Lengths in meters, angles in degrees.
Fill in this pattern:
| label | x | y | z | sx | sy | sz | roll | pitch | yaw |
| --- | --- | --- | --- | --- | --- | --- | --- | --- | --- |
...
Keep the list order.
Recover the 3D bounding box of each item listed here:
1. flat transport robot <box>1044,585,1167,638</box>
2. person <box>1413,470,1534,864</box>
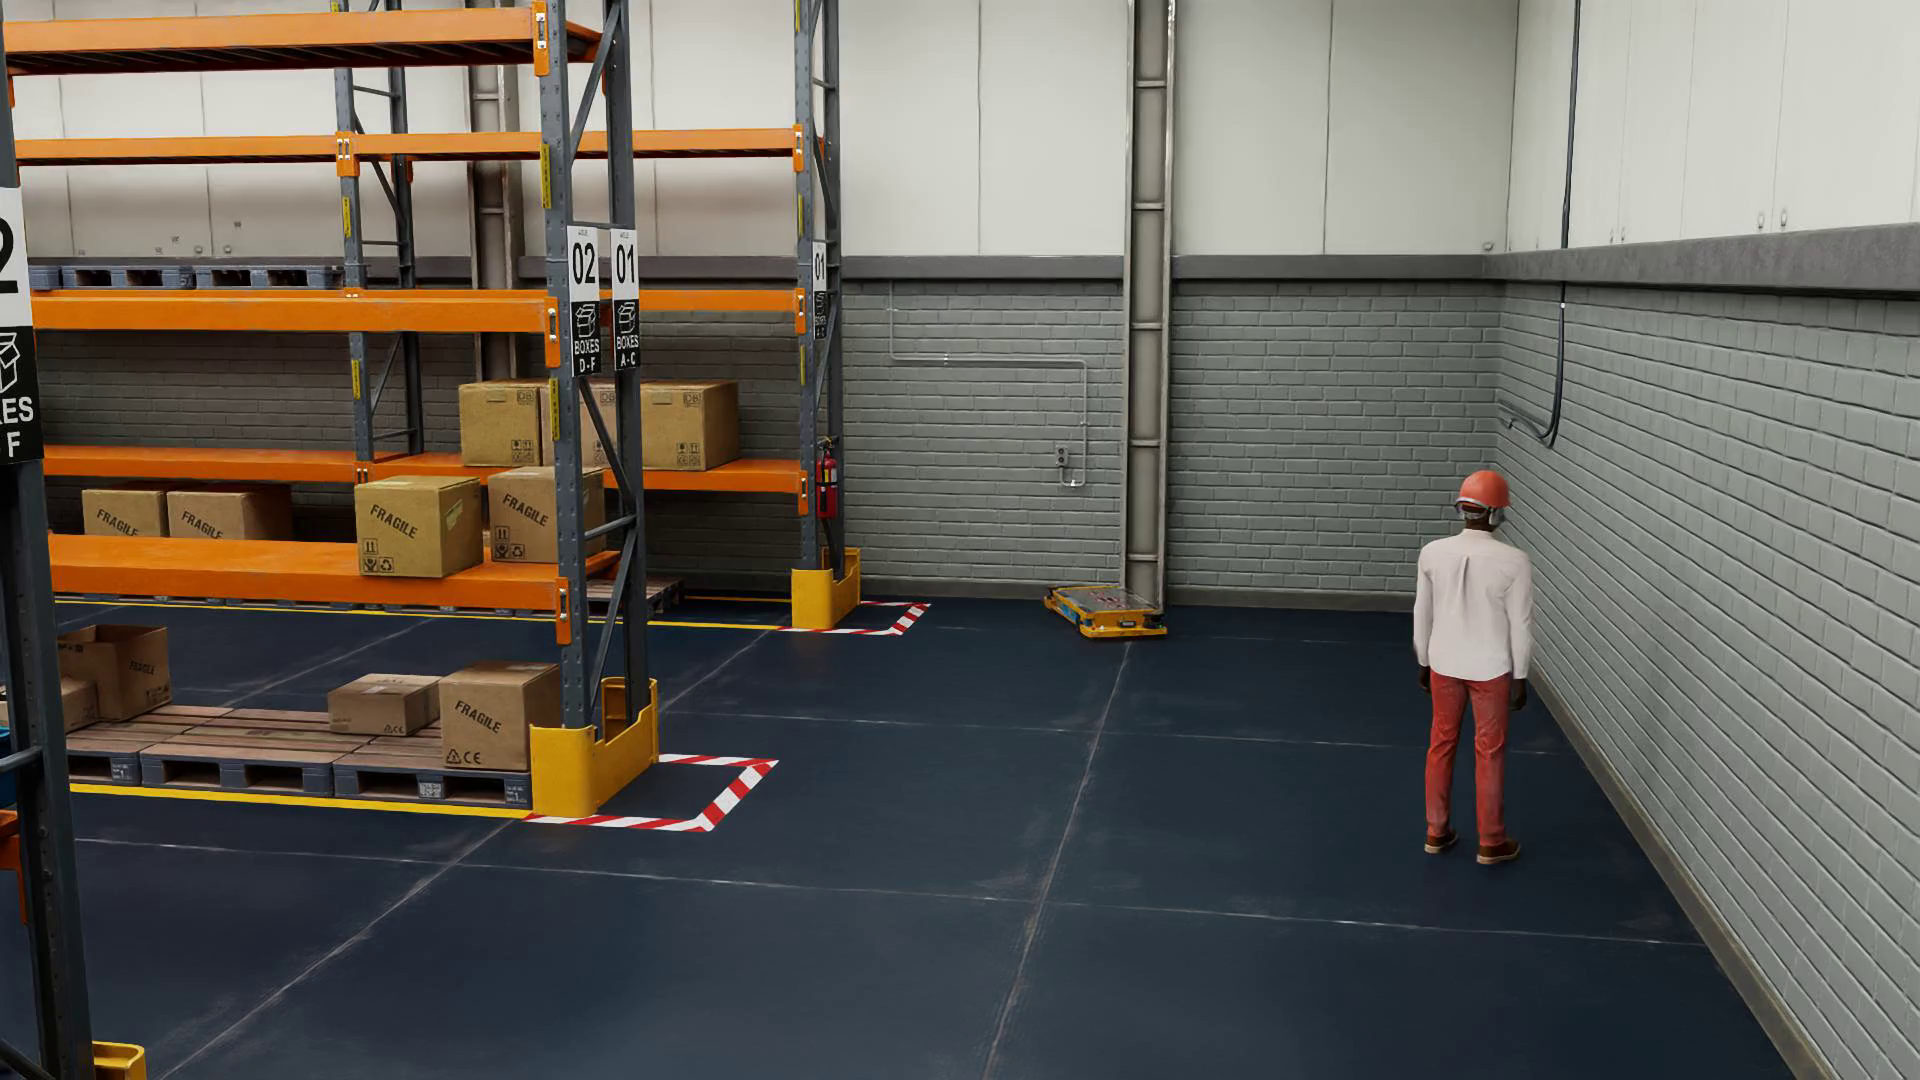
| label | x | y | z | sx | sy | sz | roll | pitch | yaw |
| --- | --- | --- | --- | --- | --- | --- | --- | --- | --- |
| flat transport robot | 1.216 | 0.586 | 14.120 | 0.652 | 0.197 | 1.431 | -2 | 9 | -12 |
| person | 2.614 | 0.641 | 8.463 | 0.620 | 1.994 | 0.398 | 8 | 12 | 40 |
